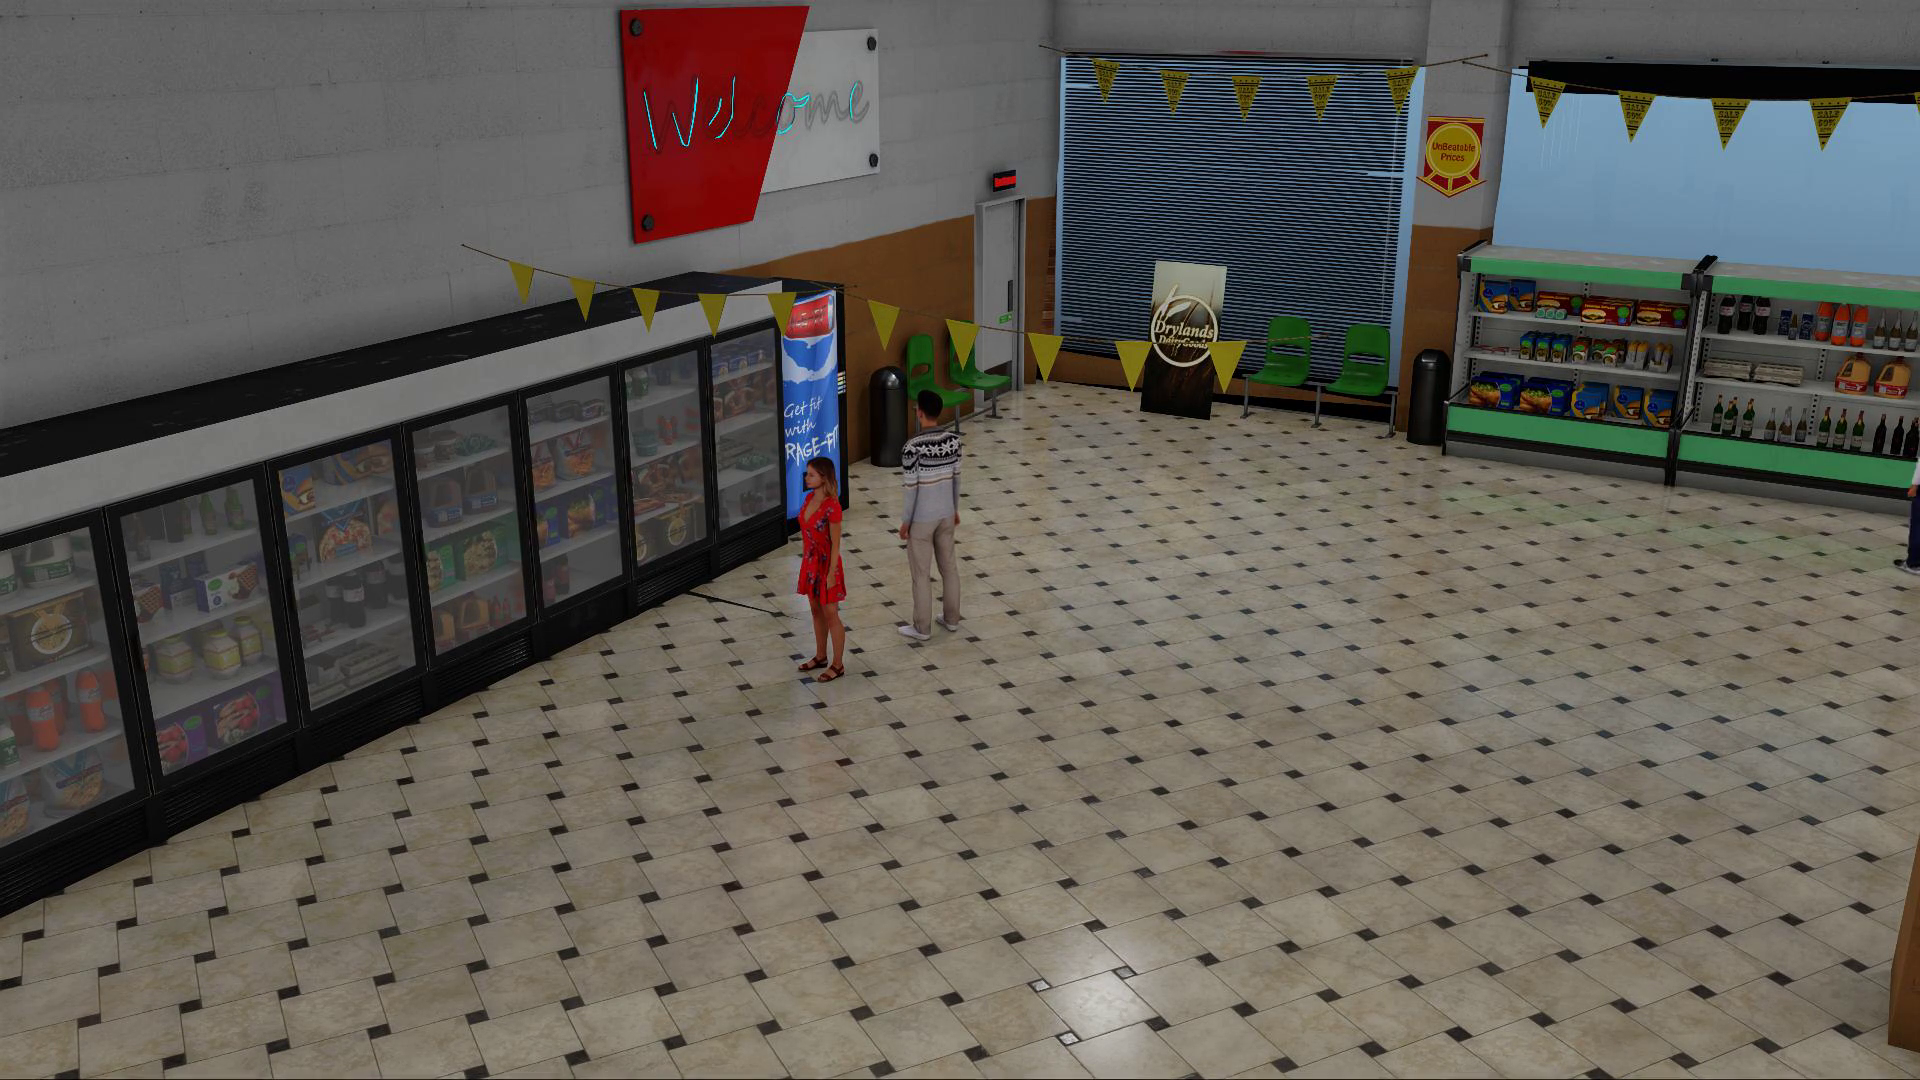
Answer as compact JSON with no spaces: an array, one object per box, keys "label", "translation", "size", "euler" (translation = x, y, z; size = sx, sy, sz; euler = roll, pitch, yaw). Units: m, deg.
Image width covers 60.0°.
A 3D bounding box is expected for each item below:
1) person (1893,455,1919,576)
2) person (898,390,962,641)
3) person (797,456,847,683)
[{"label":"person","translation":[7.946,-0.441,13.461],"size":[0.738,1.548,0.806],"euler":[-6,20,-17]},{"label":"person","translation":[-0.214,-0.187,12.219],"size":[0.757,1.860,0.694],"euler":[-15,24,-38]},{"label":"person","translation":[-0.946,0.188,11.526],"size":[0.707,1.593,0.598],"euler":[-14,23,-35]}]
